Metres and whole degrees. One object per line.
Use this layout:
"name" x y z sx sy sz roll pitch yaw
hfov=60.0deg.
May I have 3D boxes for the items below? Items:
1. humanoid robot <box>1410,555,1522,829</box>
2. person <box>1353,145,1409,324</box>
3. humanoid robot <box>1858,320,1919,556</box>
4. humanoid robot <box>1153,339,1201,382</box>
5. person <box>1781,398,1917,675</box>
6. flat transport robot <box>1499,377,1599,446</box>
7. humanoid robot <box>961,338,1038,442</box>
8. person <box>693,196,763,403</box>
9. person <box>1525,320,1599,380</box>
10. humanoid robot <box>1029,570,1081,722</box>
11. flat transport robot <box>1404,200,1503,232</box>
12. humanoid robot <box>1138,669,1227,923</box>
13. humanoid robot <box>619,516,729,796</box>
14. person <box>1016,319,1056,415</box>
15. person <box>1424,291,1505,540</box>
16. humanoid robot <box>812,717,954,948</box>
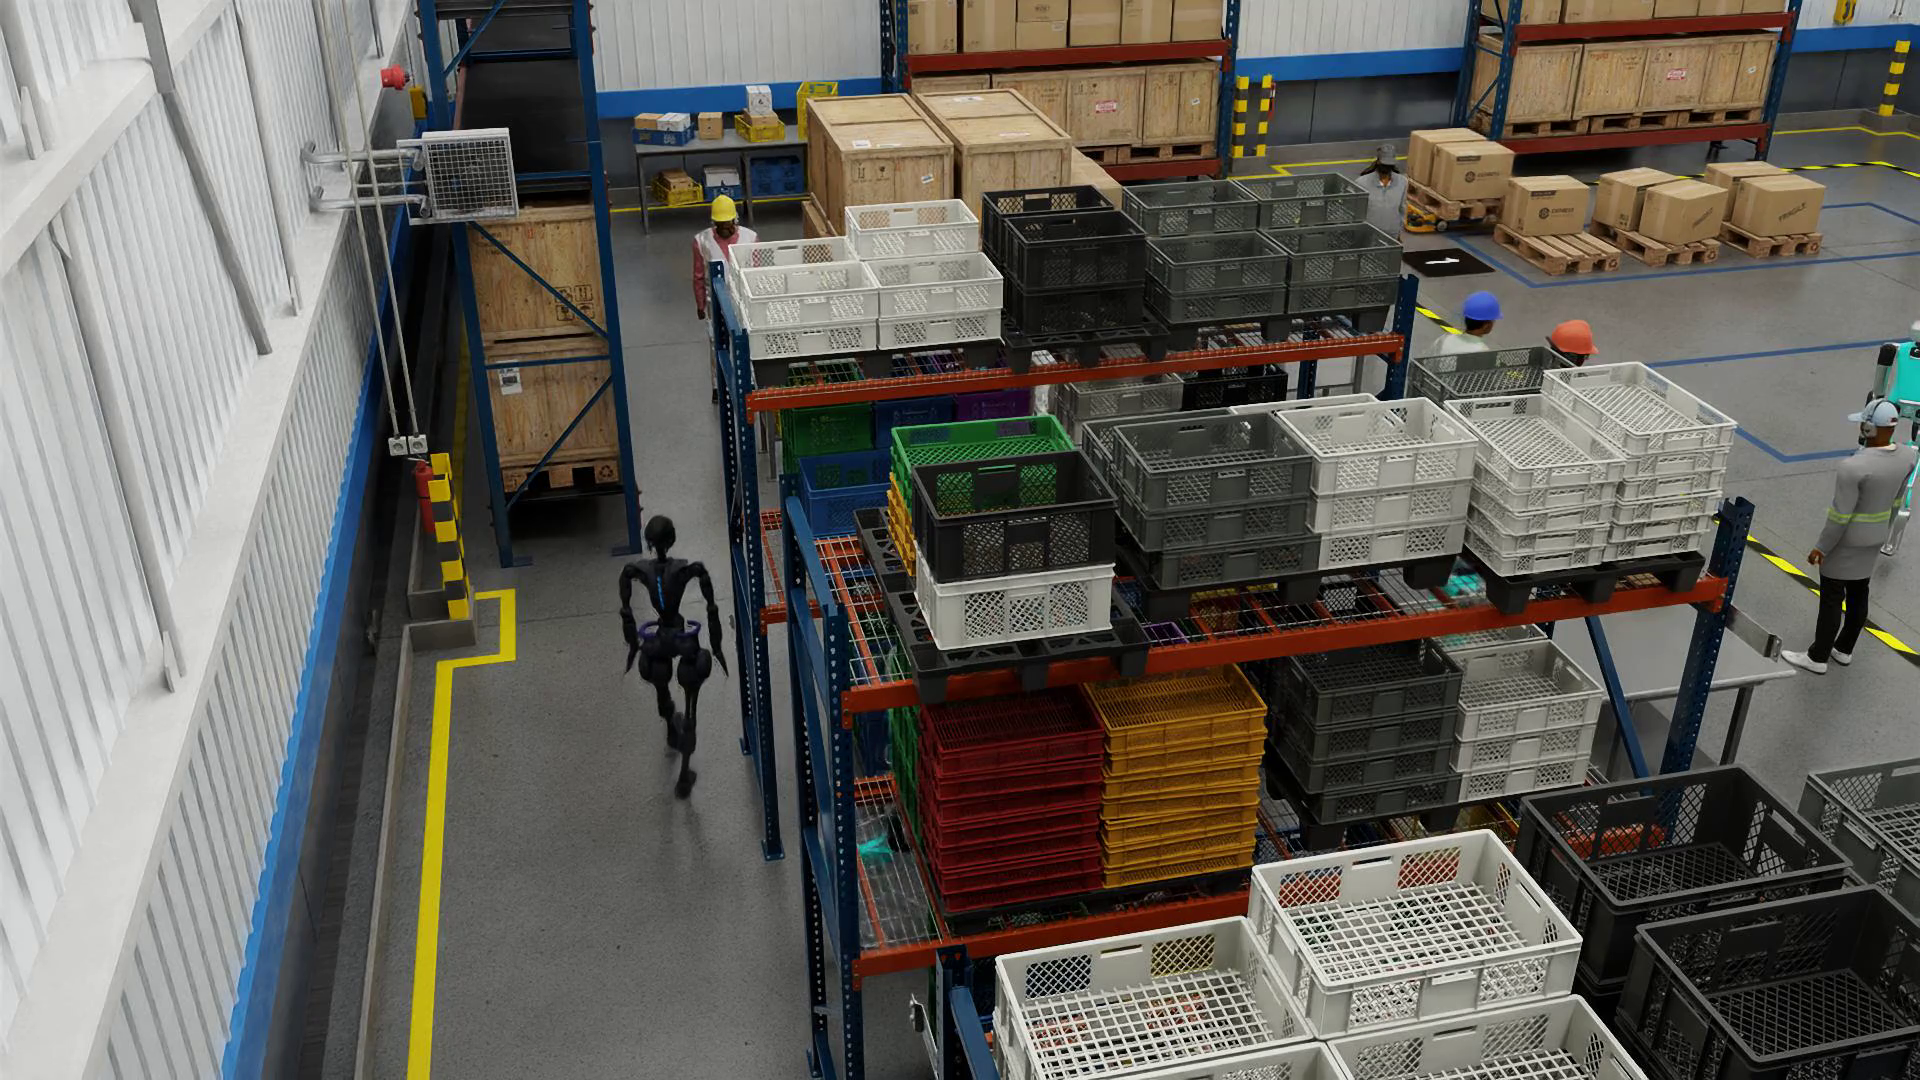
"humanoid robot" 2.884 0.809 8.983 0.871 1.833 0.553 -3 28 -6
"person" 3.999 -2.938 16.011 0.572 1.767 0.400 -4 28 -7
"humanoid robot" 6.532 -0.647 11.557 0.533 1.676 0.735 14 31 24
"humanoid robot" 1.592 -0.690 11.895 0.609 1.620 0.791 24 36 37
"person" 5.561 -0.023 10.397 0.587 1.848 0.396 -11 30 -20
"flat transport robot" 4.780 -1.036 14.013 0.659 0.231 1.431 -6 28 -12
"humanoid robot" 0.299 -0.504 11.322 0.530 1.690 0.740 -4 28 -7
"person" -1.977 -2.067 14.290 0.599 1.829 0.404 -7 29 -13
"person" 3.919 -0.509 11.127 0.391 2.036 0.599 -2 28 -4
"humanoid robot" 0.347 0.955 8.643 1.022 1.733 0.556 -7 29 -14
"flat transport robot" 5.712 -3.787 19.201 1.431 0.197 0.652 -6 28 -12
"humanoid robot" 1.140 1.208 8.239 0.431 1.639 0.593 -6 28 -11
"humanoid robot" -1.611 0.588 9.445 0.600 1.628 0.727 1 28 2
"person" 0.566 -1.260 12.705 0.338 1.882 0.582 4 28 7
"person" 3.569 -0.827 11.817 0.403 1.945 0.615 -13 31 -23
"humanoid robot" -0.383 1.315 7.977 0.926 1.759 0.542 -1 28 -3
